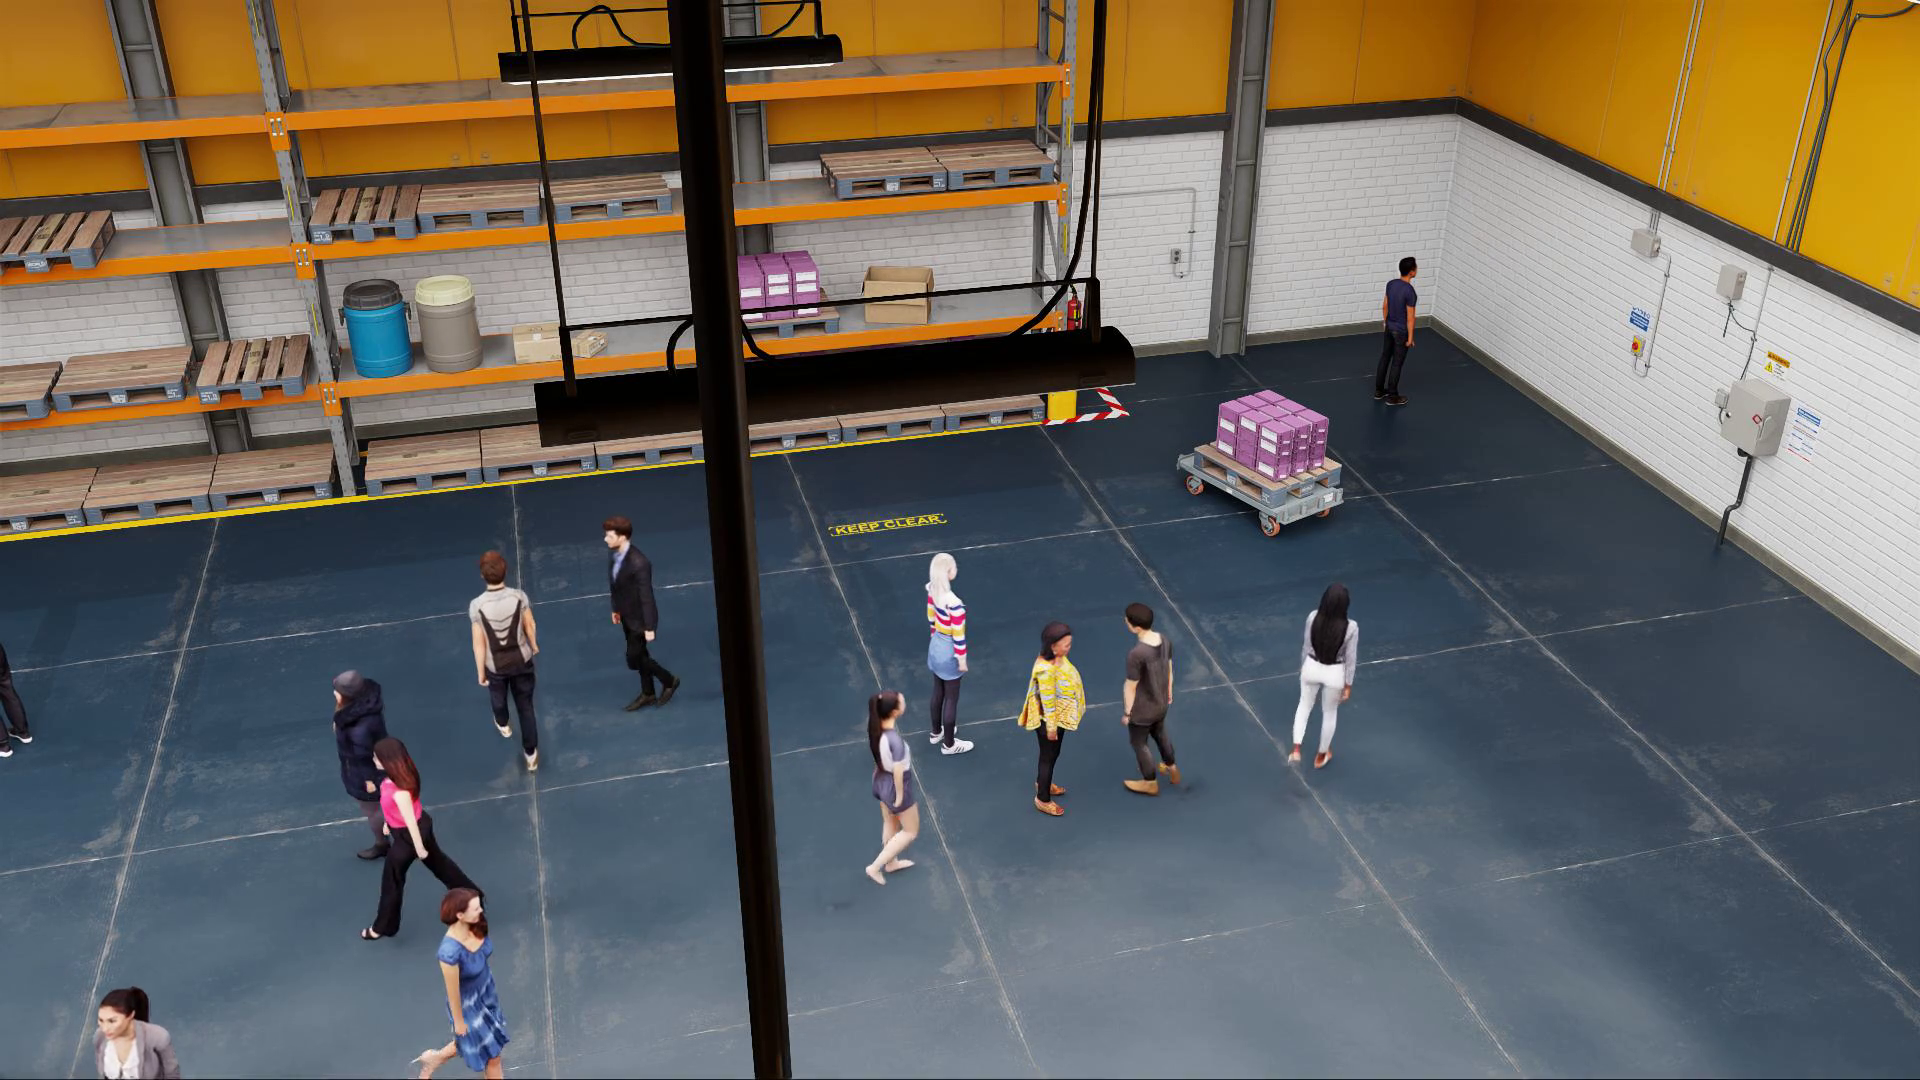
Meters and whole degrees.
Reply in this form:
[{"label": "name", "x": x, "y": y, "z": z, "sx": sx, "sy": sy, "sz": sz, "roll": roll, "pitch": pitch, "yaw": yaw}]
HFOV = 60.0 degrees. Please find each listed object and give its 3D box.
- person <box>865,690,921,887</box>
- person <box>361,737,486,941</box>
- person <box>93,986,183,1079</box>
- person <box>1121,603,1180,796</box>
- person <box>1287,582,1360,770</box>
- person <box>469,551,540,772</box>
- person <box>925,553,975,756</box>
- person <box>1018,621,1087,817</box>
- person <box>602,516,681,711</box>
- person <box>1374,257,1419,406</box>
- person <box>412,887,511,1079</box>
[{"label": "person", "x": -0.557, "y": 1.804, "z": 11.972, "sx": 0.789, "sy": 1.639, "sz": 0.708, "roll": -18, "pitch": 33, "yaw": -29}, {"label": "person", "x": -3.726, "y": 2.050, "z": 11.543, "sx": 1.075, "sy": 1.618, "sz": 0.605, "roll": -6, "pitch": 29, "yaw": -12}, {"label": "person", "x": -4.561, "y": 3.157, "z": 9.475, "sx": 1.024, "sy": 1.655, "sz": 0.925, "roll": 4, "pitch": 29, "yaw": 6}, {"label": "person", "x": 1.502, "y": 1.260, "z": 12.927, "sx": 0.756, "sy": 1.679, "sz": 0.871, "roll": -17, "pitch": 33, "yaw": -29}, {"label": "person", "x": 2.850, "y": 1.125, "z": 13.140, "sx": 0.890, "sy": 1.712, "sz": 0.937, "roll": 14, "pitch": 31, "yaw": 23}, {"label": "person", "x": -3.570, "y": 1.005, "z": 13.203, "sx": 0.995, "sy": 1.862, "sz": 0.783, "roll": -10, "pitch": 30, "yaw": -18}, {"label": "person", "x": -0.118, "y": 0.903, "z": 13.447, "sx": 0.602, "sy": 1.808, "sz": 0.699, "roll": -14, "pitch": 31, "yaw": -24}, {"label": "person", "x": 0.695, "y": 1.350, "z": 12.793, "sx": 0.875, "sy": 1.650, "sz": 0.832, "roll": 3, "pitch": 29, "yaw": 6}, {"label": "person", "x": -2.634, "y": 0.605, "z": 13.923, "sx": 0.852, "sy": 1.874, "sz": 0.825, "roll": -17, "pitch": 33, "yaw": -29}, {"label": "person", "x": 5.170, "y": -2.490, "z": 19.685, "sx": 0.602, "sy": 1.791, "sz": 0.687, "roll": -15, "pitch": 32, "yaw": -25}, {"label": "person", "x": -2.989, "y": 2.809, "z": 9.977, "sx": 1.093, "sy": 1.785, "sz": 0.861, "roll": 4, "pitch": 29, "yaw": 7}]
